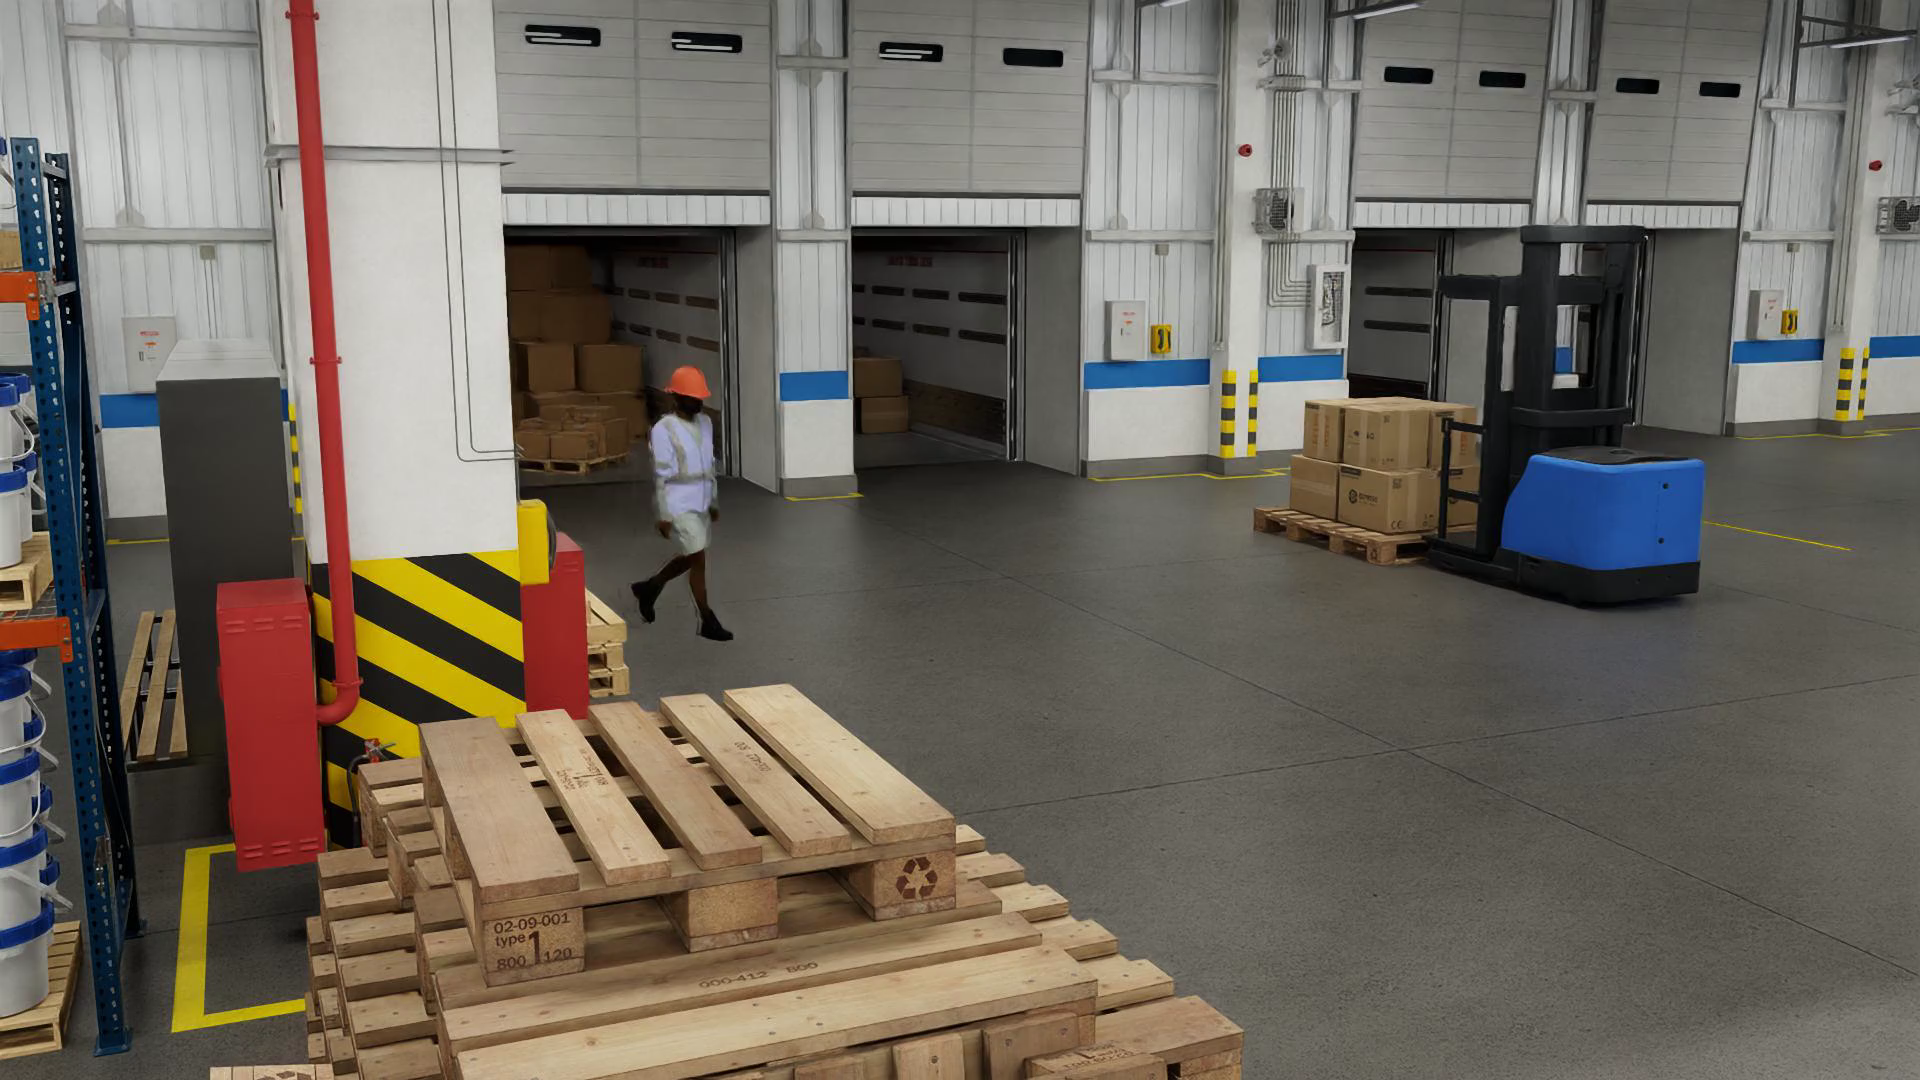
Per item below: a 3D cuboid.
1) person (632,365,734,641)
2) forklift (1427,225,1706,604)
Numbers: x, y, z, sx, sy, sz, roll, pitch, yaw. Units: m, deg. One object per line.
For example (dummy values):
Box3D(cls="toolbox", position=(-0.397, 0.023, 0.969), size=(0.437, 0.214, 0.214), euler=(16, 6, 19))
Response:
Box3D(cls="person", position=(-1.942, -0.260, 11.351), size=(0.798, 1.897, 0.582), euler=(6, 12, 31))
Box3D(cls="forklift", position=(4.762, -1.043, 12.937), size=(1.129, 2.768, 1.873), euler=(-4, 11, -23))
